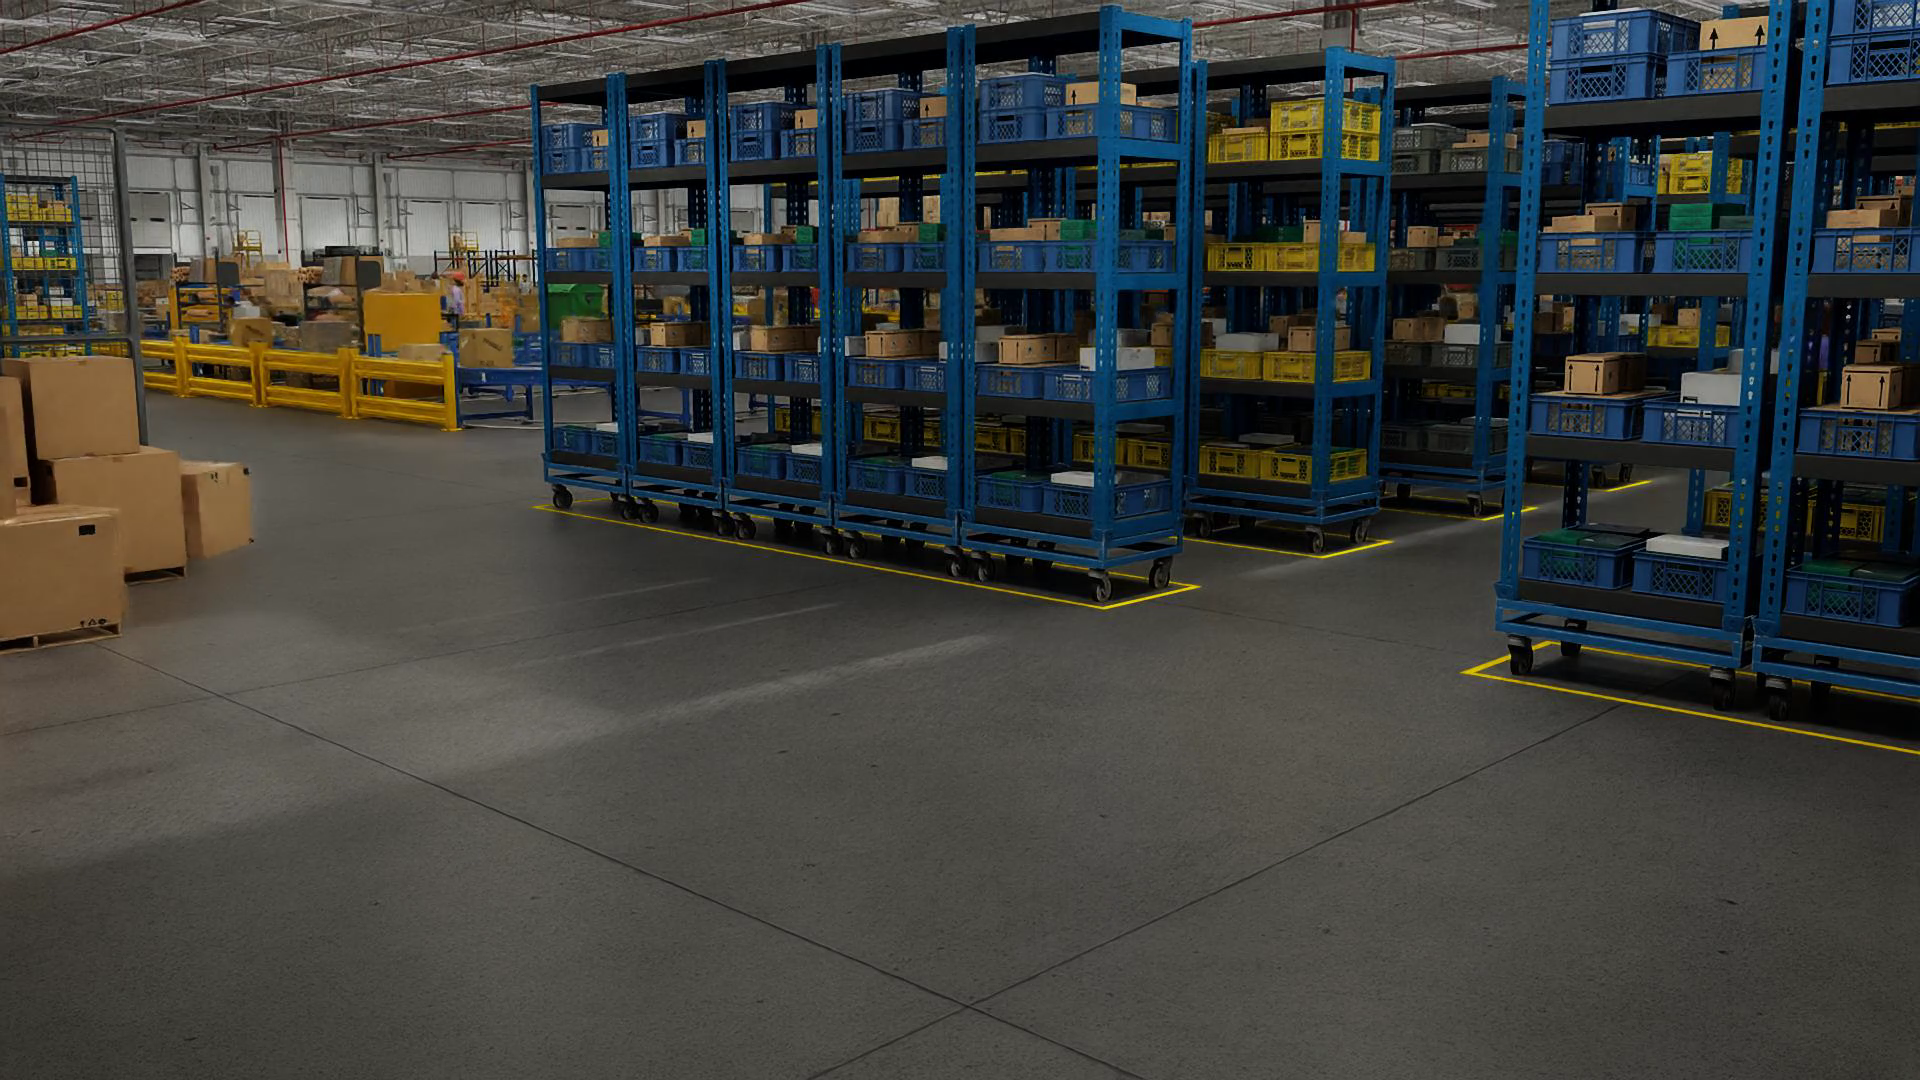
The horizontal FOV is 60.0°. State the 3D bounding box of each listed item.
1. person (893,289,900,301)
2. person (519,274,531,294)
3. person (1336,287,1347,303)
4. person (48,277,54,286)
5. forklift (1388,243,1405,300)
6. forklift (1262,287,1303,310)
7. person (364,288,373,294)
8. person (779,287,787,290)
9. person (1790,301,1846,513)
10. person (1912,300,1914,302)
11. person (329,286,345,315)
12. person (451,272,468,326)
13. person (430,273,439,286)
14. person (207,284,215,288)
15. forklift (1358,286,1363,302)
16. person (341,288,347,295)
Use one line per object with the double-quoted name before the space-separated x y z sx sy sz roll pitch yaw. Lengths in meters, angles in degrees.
"person" -2.268 -8.482 59.819 0.523 1.619 0.504 7 11 36
"person" -17.503 -9.780 67.019 0.519 1.865 0.335 -6 11 -30
"person" 9.504 -5.610 41.781 0.503 1.750 0.536 -3 10 -18
"person" -44.491 -12.073 81.191 0.650 1.822 0.519 1 9 6
"forklift" 12.780 -7.402 49.326 1.873 2.768 1.129 9 13 43
"forklift" 10.769 -8.203 54.240 1.129 2.768 1.873 8 12 42
"person" -20.315 -8.221 57.280 0.442 1.918 0.588 -7 12 -36
"person" -6.623 -8.906 61.650 1.015 1.866 0.554 1 9 6
"person" 6.820 -1.005 13.373 0.778 1.820 0.567 -9 13 -44
"person" 14.919 -3.094 25.658 0.629 2.000 0.390 4 10 23
"person" -14.720 -5.245 39.262 1.005 1.862 0.619 -5 10 -28
"person" -12.083 -5.505 40.423 0.827 1.986 0.688 -2 9 -12
"person" -25.214 -11.871 79.840 0.583 1.871 0.438 3 10 20
"person" -40.418 -13.526 89.824 0.588 1.916 0.392 6 11 30
"forklift" 11.100 -7.017 46.970 1.873 2.768 1.129 9 13 43
"person" -21.899 -8.389 58.868 0.791 1.742 0.528 -7 12 -38
